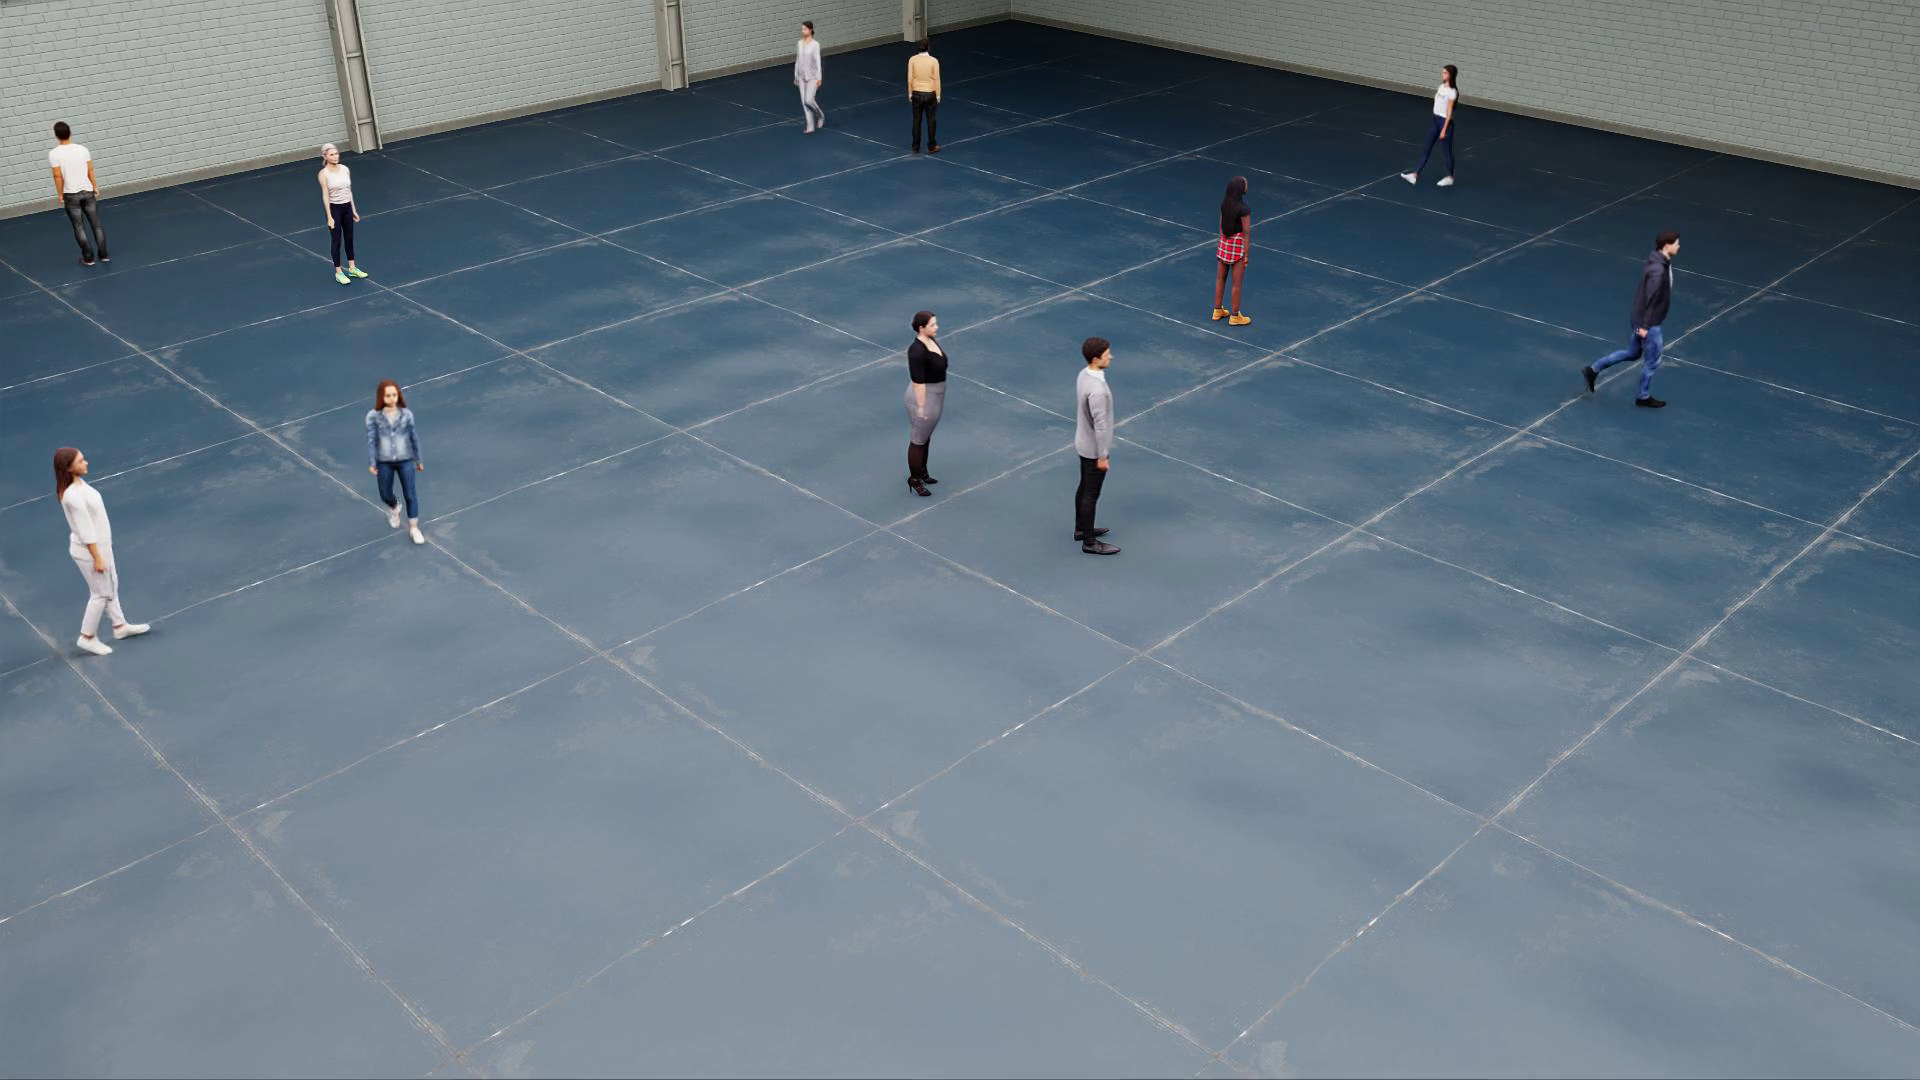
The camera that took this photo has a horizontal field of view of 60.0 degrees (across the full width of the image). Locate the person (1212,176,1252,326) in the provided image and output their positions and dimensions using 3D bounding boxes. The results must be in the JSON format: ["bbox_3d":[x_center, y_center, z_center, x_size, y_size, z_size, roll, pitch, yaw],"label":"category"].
[{"bbox_3d":[3.143,-3.340,19.133,0.625,1.729,0.635,-20,34,-33],"label":"person"}]

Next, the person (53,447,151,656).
[{"bbox_3d":[-6.708,0.054,12.774,0.836,1.716,0.737,-13,31,-23],"label":"person"}]

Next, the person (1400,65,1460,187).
[{"bbox_3d":[7.050,-5.943,24.012,1.172,1.738,0.936,-9,29,-16],"label":"person"}]

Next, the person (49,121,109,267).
[{"bbox_3d":[-11.139,-4.387,21.009,0.556,1.815,0.689,-25,37,-38],"label":"person"}]

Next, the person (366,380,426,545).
[{"bbox_3d":[-4.917,-0.708,14.466,0.781,1.470,0.811,-11,30,-20],"label":"person"}]

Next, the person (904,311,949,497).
[{"bbox_3d":[-0.335,-1.270,15.215,0.840,1.758,0.742,6,29,11],"label":"person"}]

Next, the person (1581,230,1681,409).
[{"bbox_3d":[6.889,-2.246,16.933,1.071,1.866,1.154,8,29,15],"label":"person"}]

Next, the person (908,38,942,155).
[{"bbox_3d":[-0.556,-6.876,25.746,0.772,1.755,0.794,5,28,9],"label":"person"}]

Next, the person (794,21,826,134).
[{"bbox_3d":[-2.399,-7.476,26.868,0.656,1.761,0.744,18,33,30],"label":"person"}]

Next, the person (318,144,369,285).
[{"bbox_3d":[-7.639,-4.038,20.475,0.716,1.701,0.555,15,32,26],"label":"person"}]

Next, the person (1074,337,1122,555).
[{"bbox_3d":[1.127,-0.823,14.202,0.868,1.923,0.840,-3,28,-6],"label":"person"}]
